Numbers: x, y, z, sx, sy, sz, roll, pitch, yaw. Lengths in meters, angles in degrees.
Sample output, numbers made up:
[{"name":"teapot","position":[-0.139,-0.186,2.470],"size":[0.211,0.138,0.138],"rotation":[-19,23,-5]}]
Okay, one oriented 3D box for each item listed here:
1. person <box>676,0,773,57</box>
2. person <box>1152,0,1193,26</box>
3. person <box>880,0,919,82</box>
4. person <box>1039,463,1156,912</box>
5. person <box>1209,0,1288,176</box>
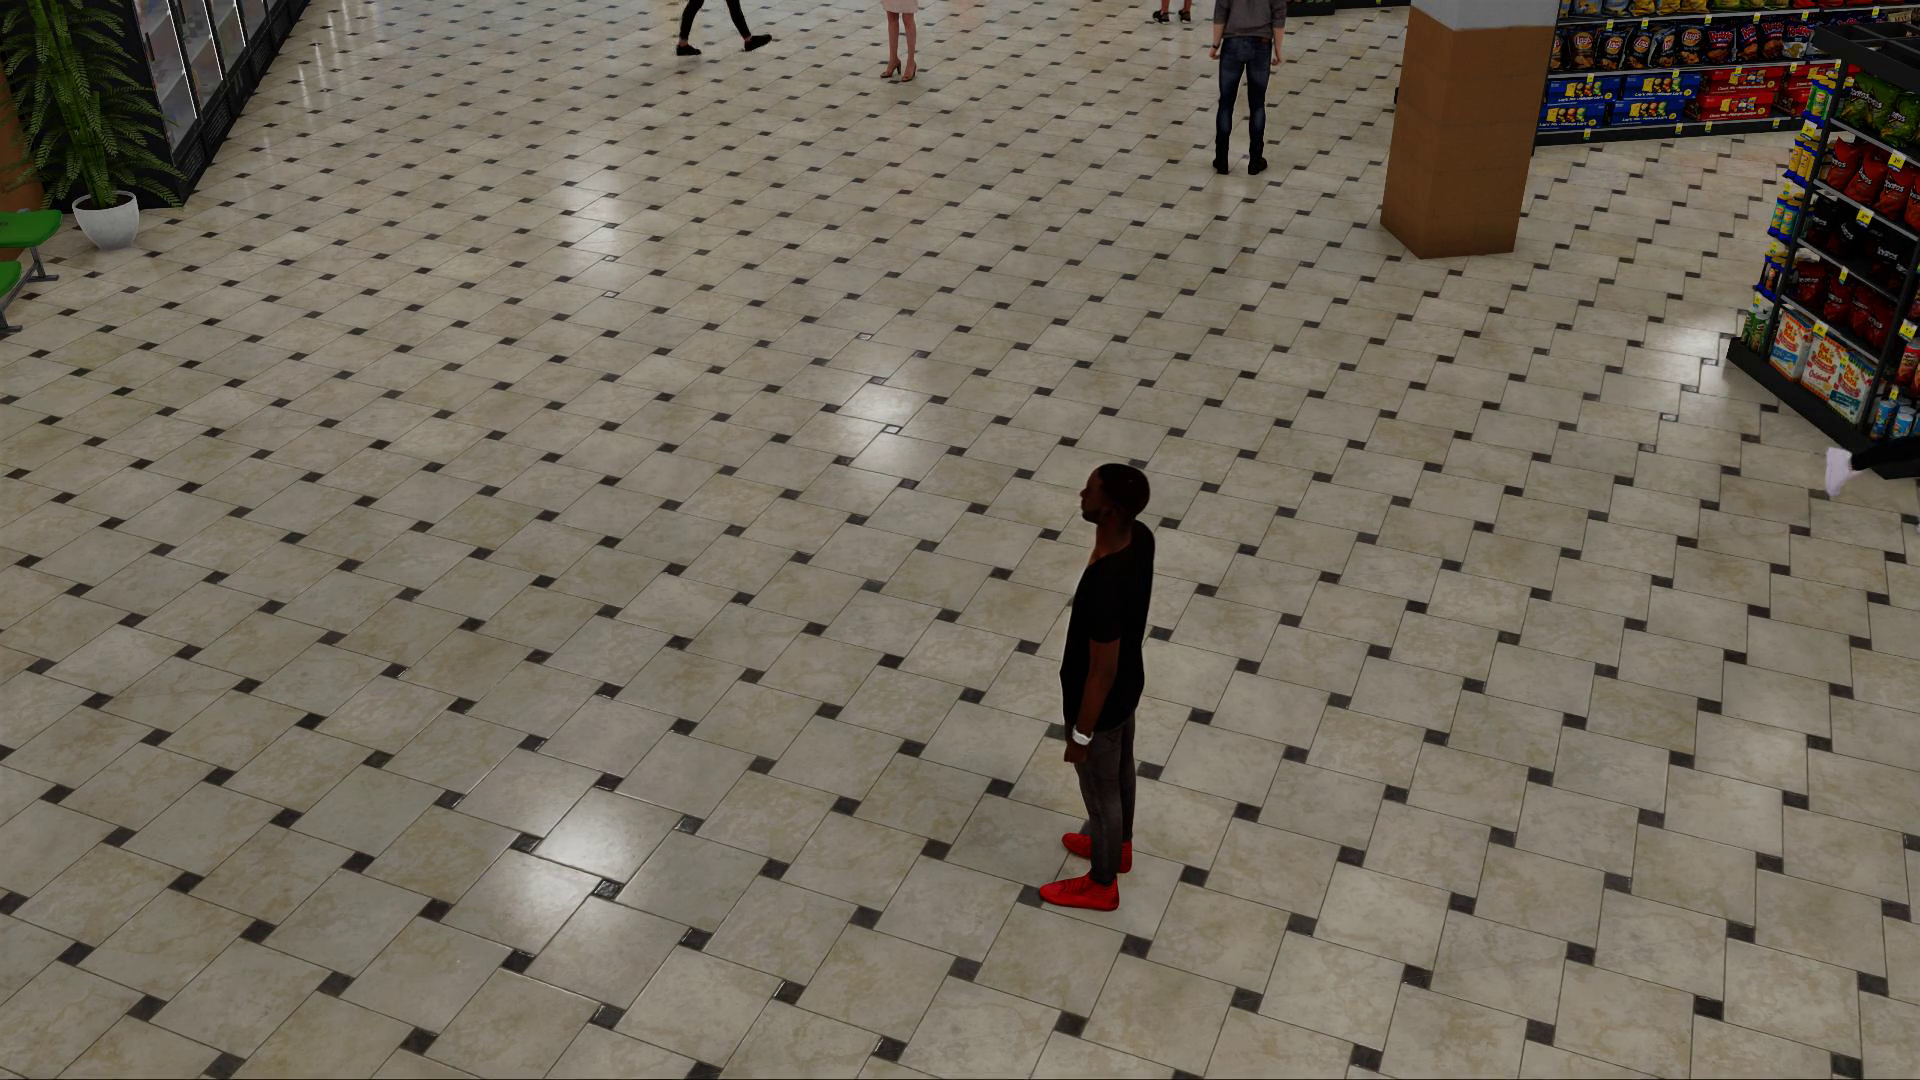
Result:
[{"name":"person","position":[-2.331,-5.190,15.115],"size":[1.245,1.657,0.894],"rotation":[-17,36,-26]},{"name":"person","position":[2.144,-6.004,16.230],"size":[0.526,1.860,0.712],"rotation":[-8,33,-12]},{"name":"person","position":[-0.536,-4.939,14.636],"size":[0.680,1.736,0.744],"rotation":[19,37,28]},{"name":"person","position":[0.513,0.524,5.791],"size":[0.709,1.805,0.717],"rotation":[11,34,17]},{"name":"person","position":[2.152,-3.707,12.498],"size":[0.649,1.903,0.833],"rotation":[6,32,9]}]
